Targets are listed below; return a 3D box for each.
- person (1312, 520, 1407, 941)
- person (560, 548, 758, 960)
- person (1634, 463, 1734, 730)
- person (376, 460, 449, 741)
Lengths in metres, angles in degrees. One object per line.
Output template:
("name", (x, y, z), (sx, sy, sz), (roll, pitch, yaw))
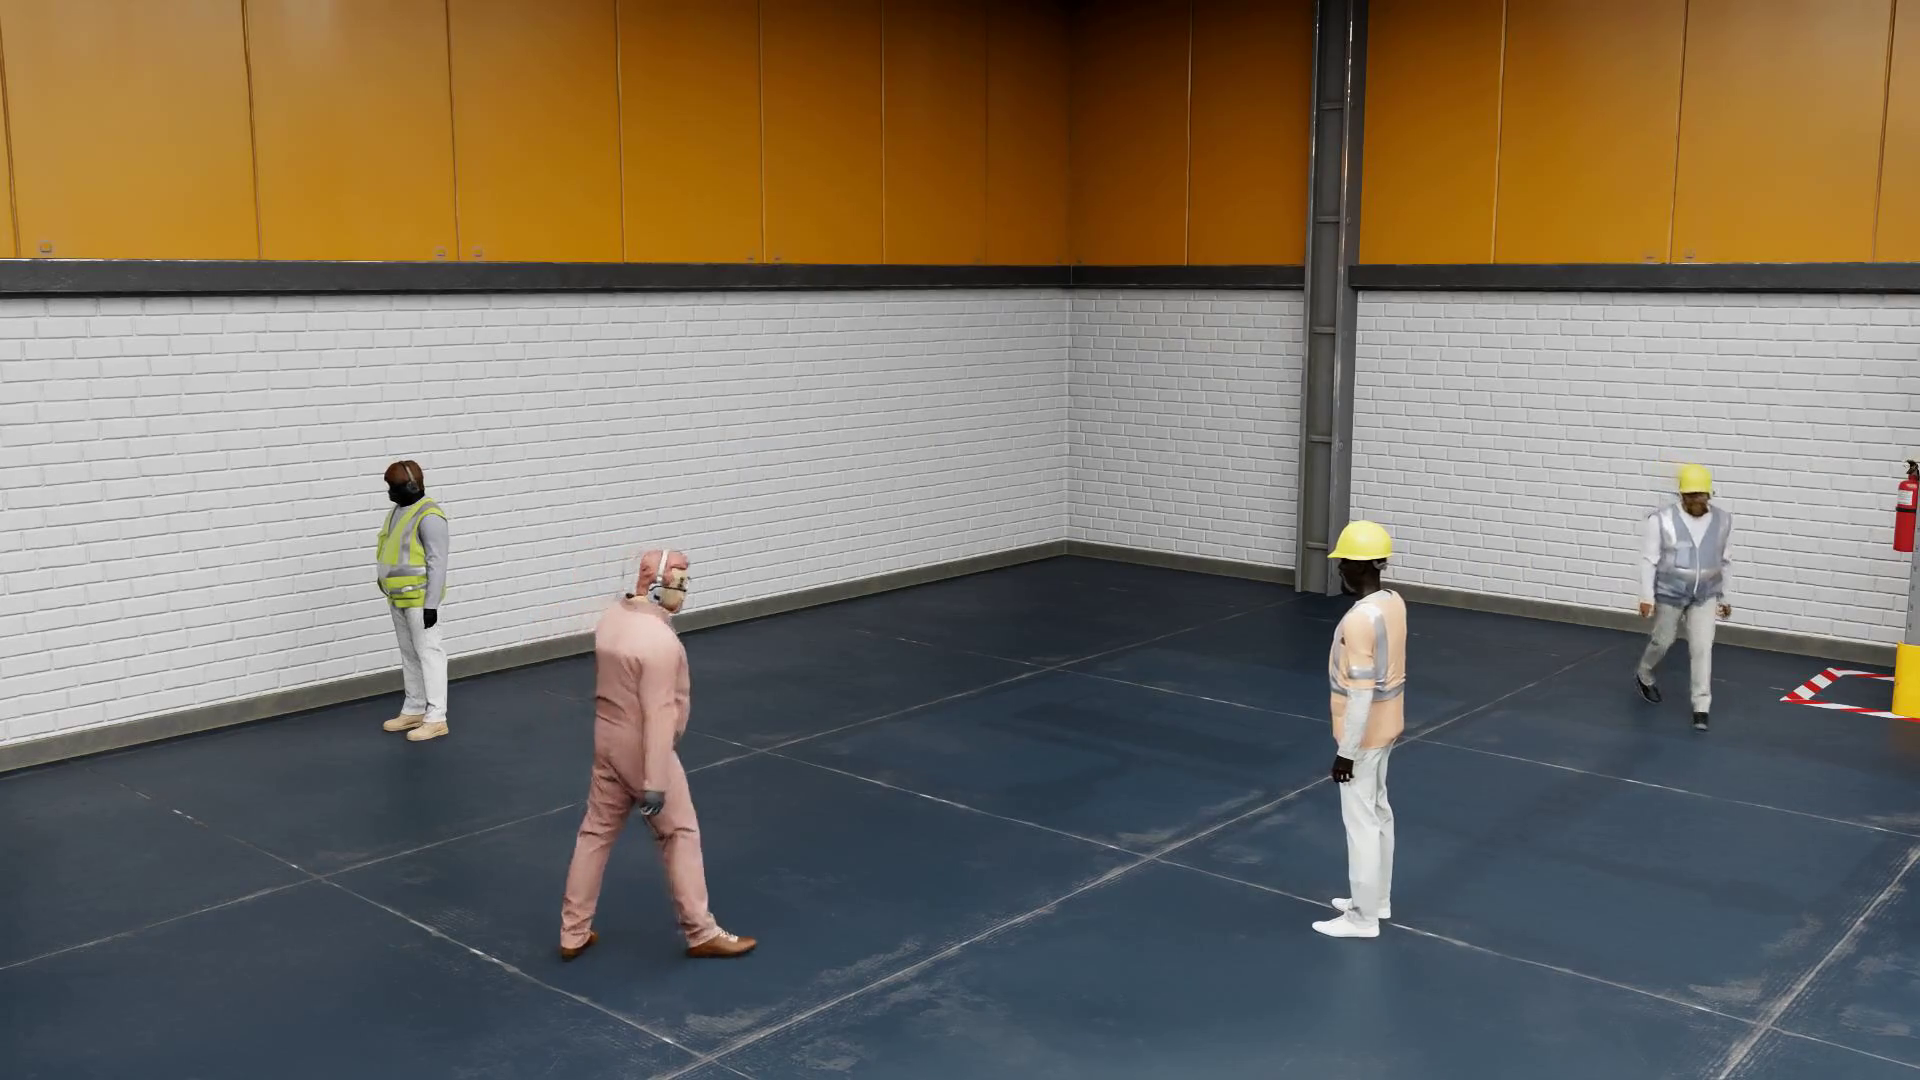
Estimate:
("person", (1.835, 0.867, 7.628), (0.372, 1.925, 0.595), (5, 10, 29))
("person", (-1.414, 0.959, 7.339), (0.791, 1.860, 0.687), (-7, 11, -37))
("person", (4.959, 0.340, 11.411), (0.632, 1.788, 0.879), (1, 9, 7))
("person", (-3.592, 0.388, 10.922), (0.429, 1.838, 0.621), (-8, 12, -42))
